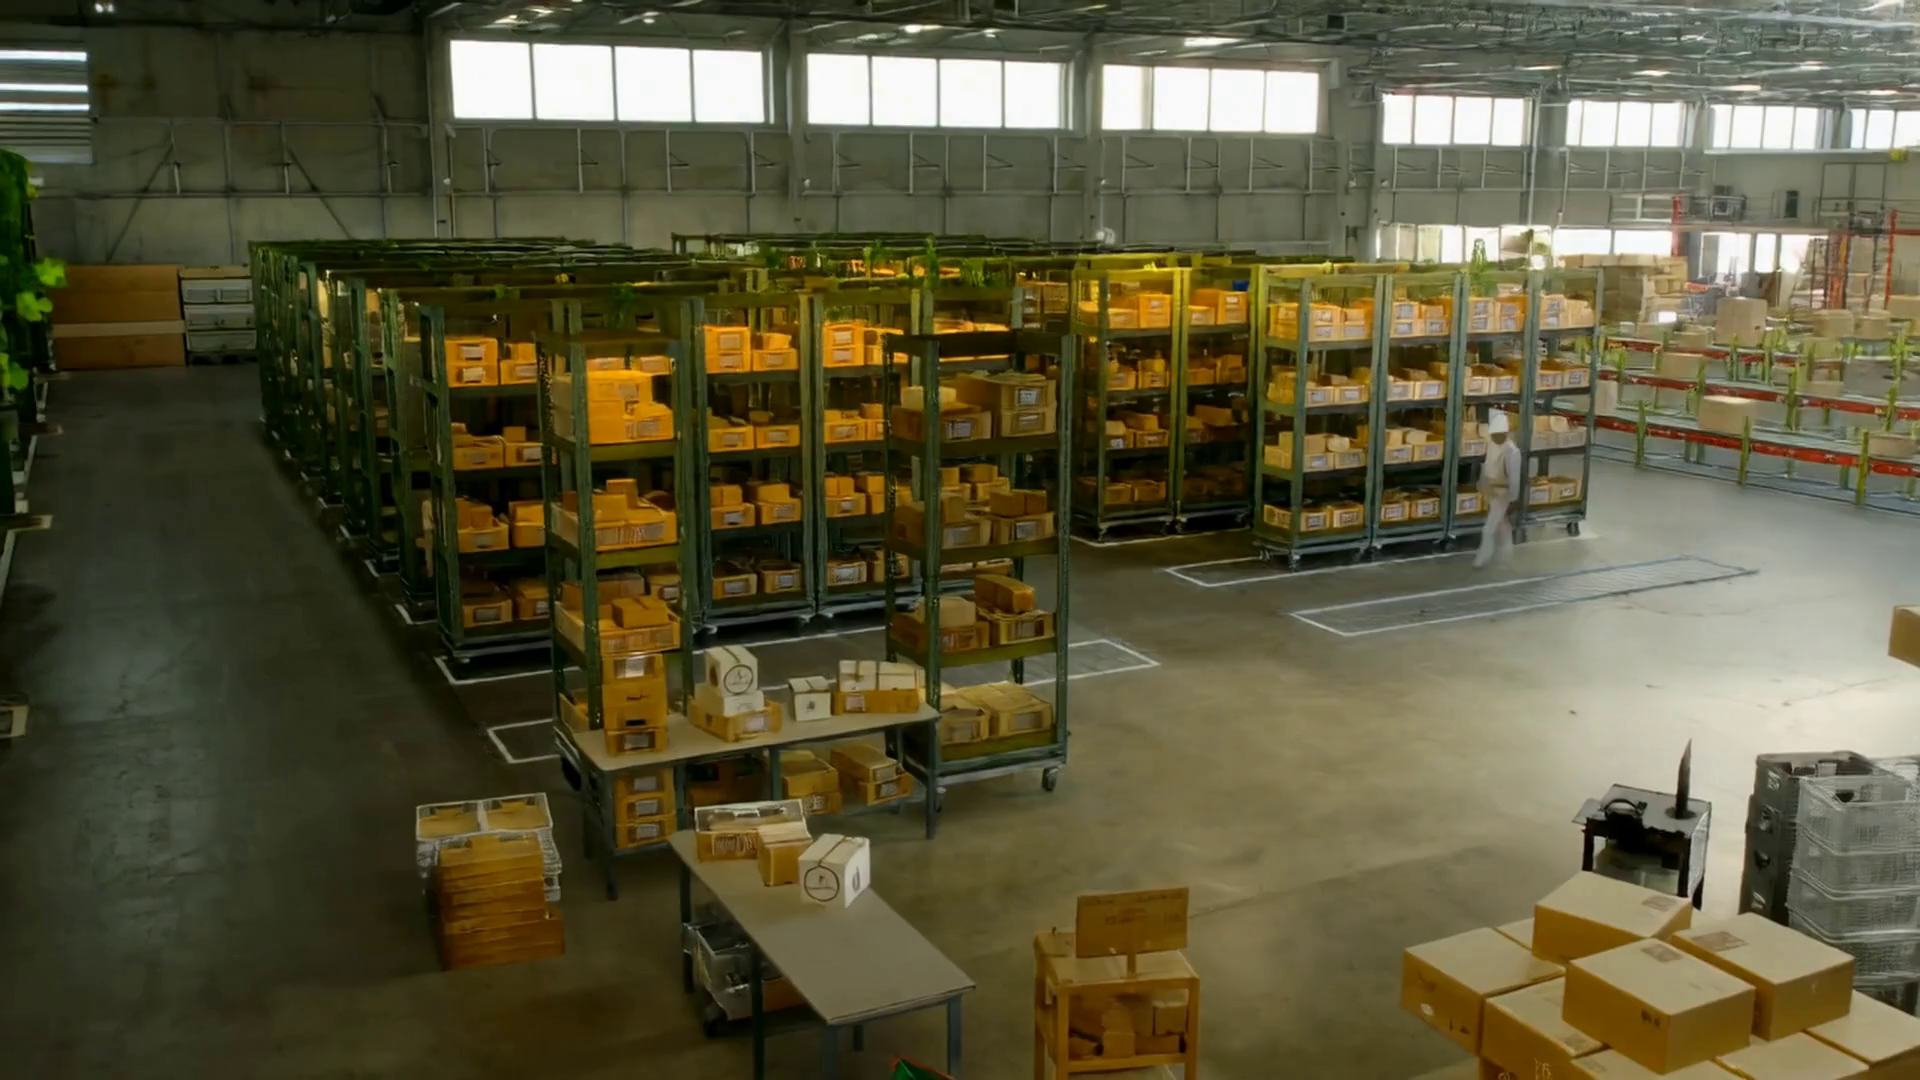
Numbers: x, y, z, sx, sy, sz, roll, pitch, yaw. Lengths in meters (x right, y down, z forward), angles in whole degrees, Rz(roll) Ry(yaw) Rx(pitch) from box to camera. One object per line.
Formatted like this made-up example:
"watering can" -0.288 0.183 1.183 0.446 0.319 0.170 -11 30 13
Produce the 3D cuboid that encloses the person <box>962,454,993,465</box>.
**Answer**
"person" 0.234 -0.934 22.334 0.404 1.837 0.590 -2 12 -8

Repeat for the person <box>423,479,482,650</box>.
"person" -5.206 0.184 17.082 0.563 1.847 0.388 -9 15 -35

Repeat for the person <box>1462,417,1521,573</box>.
"person" 6.468 -0.550 20.342 0.865 1.914 0.651 -3 12 -12

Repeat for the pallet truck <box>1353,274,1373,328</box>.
"pallet truck" 13.011 -8.050 55.243 0.823 1.965 1.885 -7 14 -28
